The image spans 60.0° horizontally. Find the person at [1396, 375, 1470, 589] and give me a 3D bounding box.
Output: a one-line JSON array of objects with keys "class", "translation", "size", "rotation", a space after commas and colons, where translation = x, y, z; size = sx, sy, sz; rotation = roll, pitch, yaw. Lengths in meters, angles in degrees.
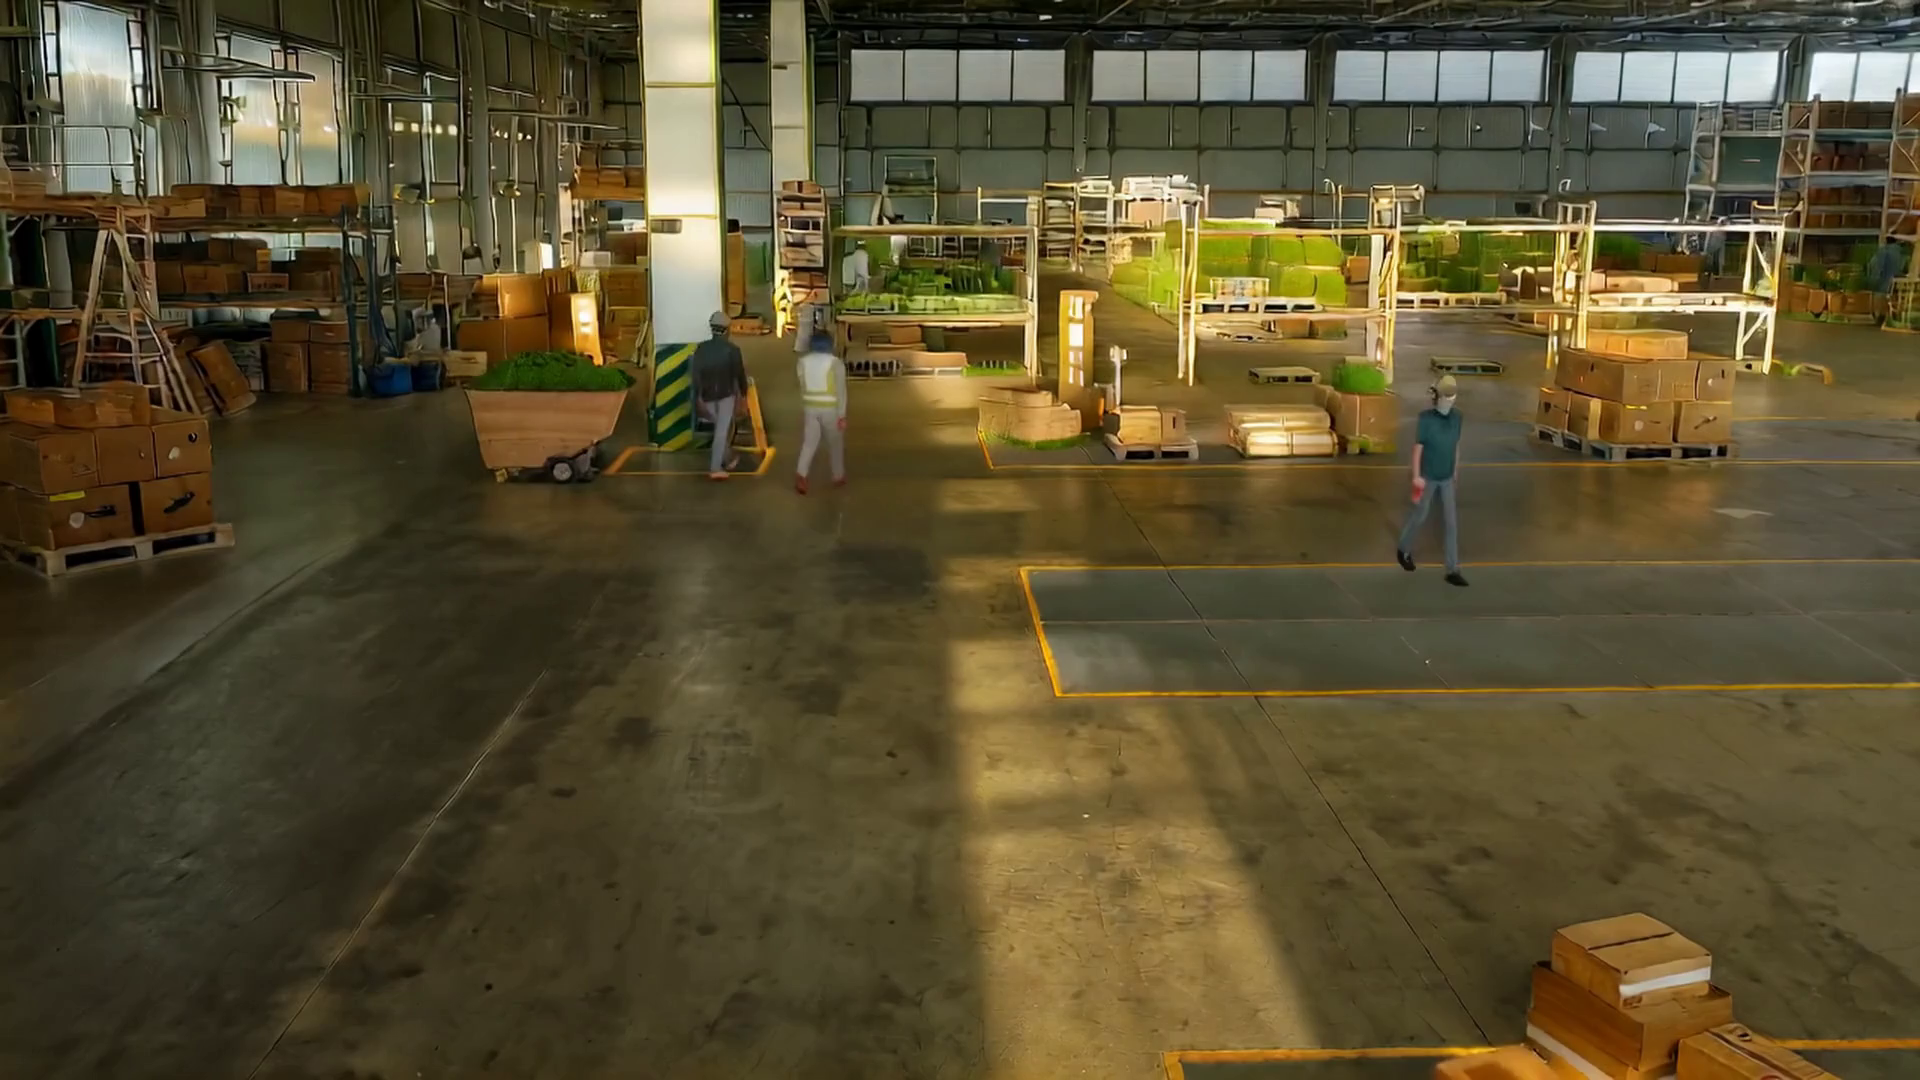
[{"class": "person", "translation": [4.168, -0.544, 14.595], "size": [0.533, 1.831, 0.990], "rotation": [-4, 13, -17]}]

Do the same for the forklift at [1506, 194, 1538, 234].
[{"class": "forklift", "translation": [18.475, -10.006, 54.899], "size": [1.129, 2.768, 1.873], "rotation": [-1, 13, -3]}]

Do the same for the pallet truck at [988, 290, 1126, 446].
[{"class": "pallet truck", "translation": [1.257, -2.299, 22.111], "size": [1.885, 1.965, 0.823], "rotation": [-9, 15, -35]}]

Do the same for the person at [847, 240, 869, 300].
[{"class": "person", "translation": [-2.738, -7.345, 45.523], "size": [0.668, 1.721, 0.493], "rotation": [-7, 14, -28]}]

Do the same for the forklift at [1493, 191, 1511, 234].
[{"class": "forklift", "translation": [20.416, -11.777, 62.894], "size": [1.873, 2.768, 1.129], "rotation": [0, 12, -2]}]

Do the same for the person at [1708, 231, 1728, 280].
[{"class": "person", "translation": [25.358, -9.681, 55.702], "size": [0.647, 1.893, 1.009], "rotation": [1, 13, 5]}]

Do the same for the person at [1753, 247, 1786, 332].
[{"class": "person", "translation": [18.104, -5.597, 37.222], "size": [0.615, 1.902, 0.480], "rotation": [7, 14, 28]}]

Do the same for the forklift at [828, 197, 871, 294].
[{"class": "forklift", "translation": [-3.562, -8.625, 48.665], "size": [1.873, 2.768, 1.129], "rotation": [0, 12, -2]}]

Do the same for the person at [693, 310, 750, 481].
[{"class": "person", "translation": [-2.733, -1.714, 19.548], "size": [0.653, 1.955, 0.938], "rotation": [6, 14, 24]}]

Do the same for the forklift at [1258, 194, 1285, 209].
[{"class": "forklift", "translation": [10.275, -10.069, 55.182], "size": [1.873, 2.768, 1.129], "rotation": [-9, 15, -35]}]

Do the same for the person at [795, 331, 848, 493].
[{"class": "person", "translation": [-1.567, -1.431, 18.651], "size": [0.634, 1.807, 0.940], "rotation": [5, 13, 20]}]

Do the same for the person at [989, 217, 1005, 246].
[{"class": "person", "translation": [1.356, -10.881, 61.041], "size": [0.567, 1.918, 0.647], "rotation": [-1, 13, -6]}]

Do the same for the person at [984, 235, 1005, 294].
[{"class": "person", "translation": [0.956, -7.719, 46.852], "size": [0.639, 1.895, 1.041], "rotation": [-3, 13, -12]}]

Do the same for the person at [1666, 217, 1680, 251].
[{"class": "person", "translation": [25.912, -10.843, 60.845], "size": [1.040, 1.938, 0.653], "rotation": [-2, 13, -9]}]

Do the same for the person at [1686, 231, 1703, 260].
[{"class": "person", "translation": [24.833, -9.665, 56.224], "size": [0.523, 1.617, 0.674], "rotation": [9, 15, 36]}]

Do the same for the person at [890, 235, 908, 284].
[{"class": "person", "translation": [-1.979, -9.188, 53.427], "size": [0.634, 1.910, 0.927], "rotation": [-8, 15, -32]}]
